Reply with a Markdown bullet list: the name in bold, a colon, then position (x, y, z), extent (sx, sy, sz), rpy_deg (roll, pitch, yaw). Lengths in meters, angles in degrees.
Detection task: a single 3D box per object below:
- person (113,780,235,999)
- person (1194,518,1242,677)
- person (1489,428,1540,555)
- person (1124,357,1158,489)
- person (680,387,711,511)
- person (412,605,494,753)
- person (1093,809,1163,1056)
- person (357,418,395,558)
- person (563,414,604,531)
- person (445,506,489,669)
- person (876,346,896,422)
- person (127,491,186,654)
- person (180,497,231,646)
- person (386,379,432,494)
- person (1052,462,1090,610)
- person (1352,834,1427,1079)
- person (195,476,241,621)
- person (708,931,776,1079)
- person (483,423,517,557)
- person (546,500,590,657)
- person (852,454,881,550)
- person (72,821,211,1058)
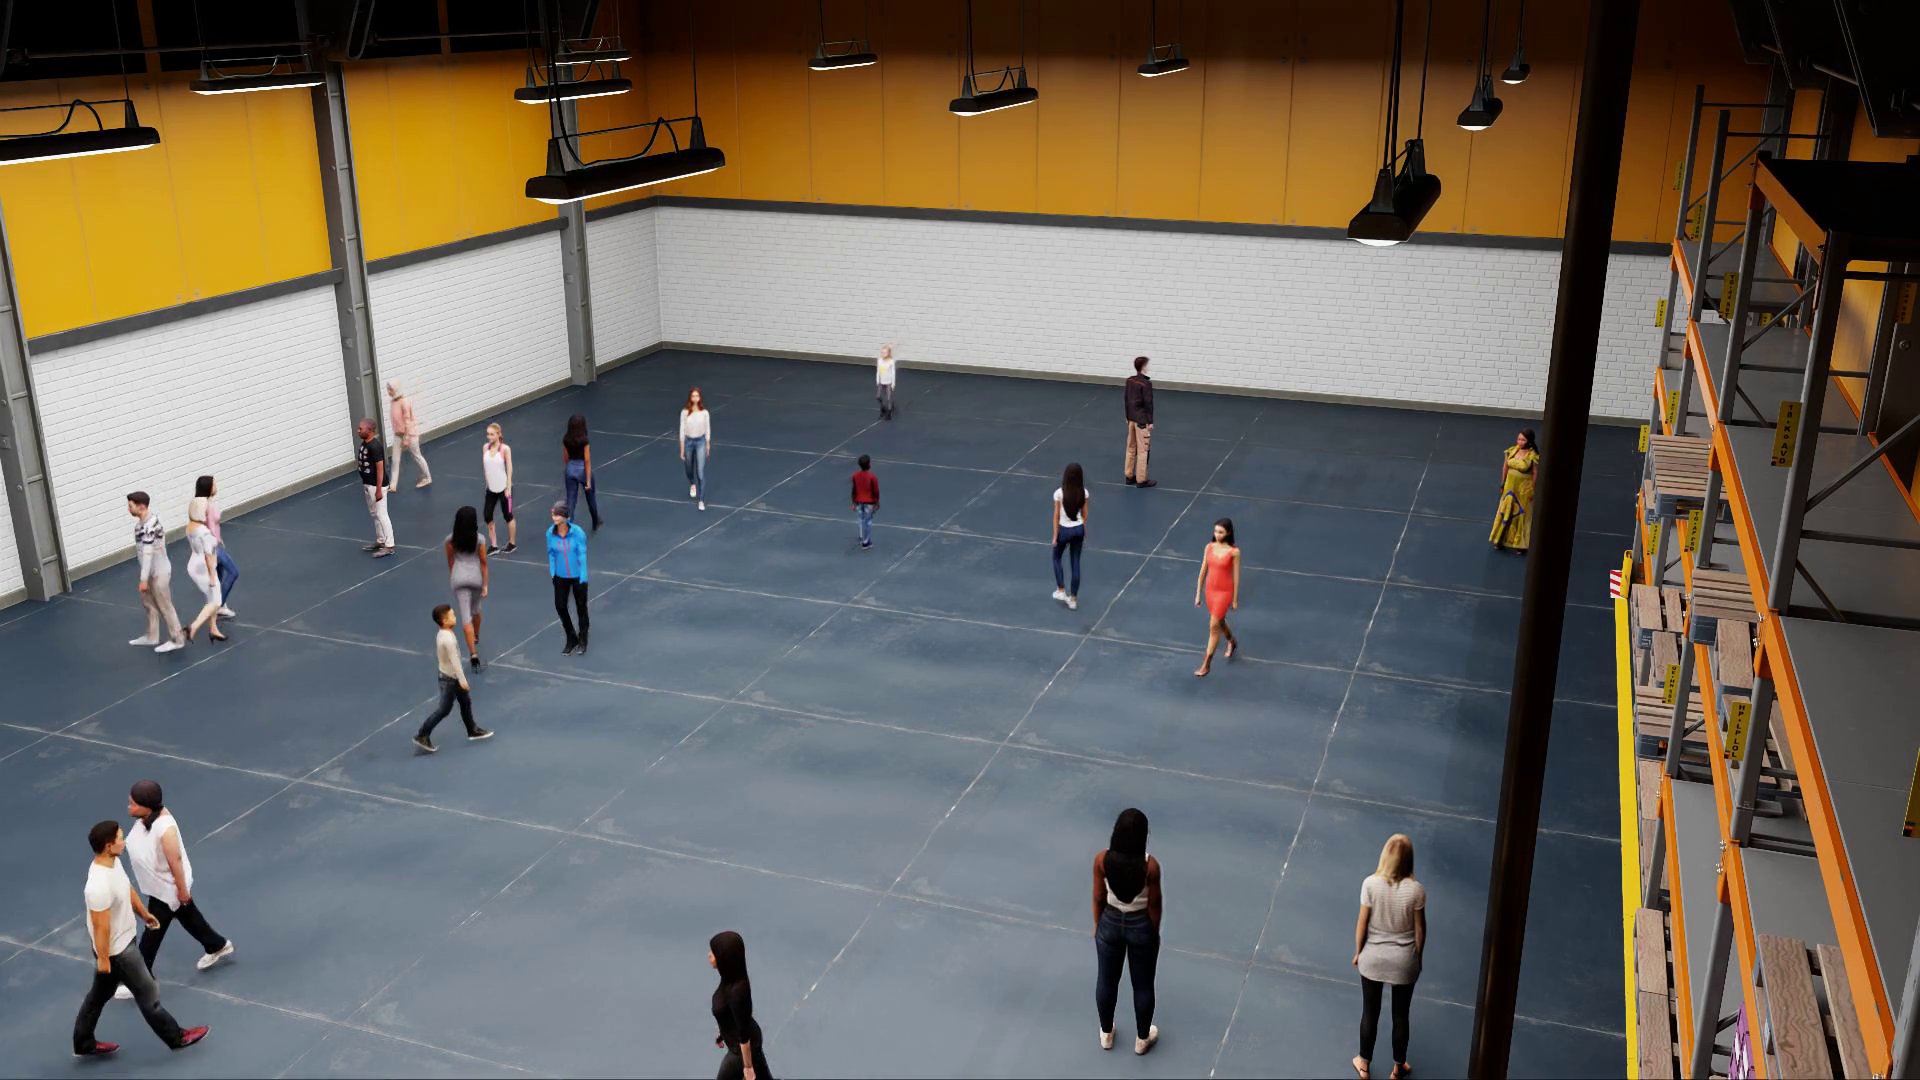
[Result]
- **person**: position (-5.783, 2.507, 12.220), extent (1.200, 1.647, 1.043), rpy_deg (-13, 23, -34)
- **person**: position (2.825, 0.582, 17.879), extent (0.860, 1.683, 1.202), rpy_deg (15, 24, 37)
- **person**: position (7.264, -0.658, 21.597), extent (0.963, 1.661, 0.932), rpy_deg (15, 24, 38)
- **person**: position (2.634, -1.744, 24.411), extent (0.801, 1.922, 0.792), rpy_deg (-13, 23, -34)
- **person**: position (-3.756, -1.321, 23.503), extent (0.897, 1.701, 1.160), rpy_deg (-2, 19, -6)
- **person**: position (-4.971, 1.344, 15.990), extent (1.000, 1.445, 0.975), rpy_deg (-7, 20, -20)
- **person**: position (1.148, 2.690, 11.431), extent (0.619, 1.804, 0.577), rpy_deg (6, 20, 18)
- **person**: position (-7.555, -0.699, 21.494), extent (0.775, 1.805, 0.763), rpy_deg (-14, 23, -36)
- **person**: position (-5.046, -0.753, 21.857), extent (0.744, 1.675, 1.256), rpy_deg (3, 19, 8)
- **person**: position (-5.304, 0.551, 17.914), extent (1.009, 1.721, 1.169), rpy_deg (-5, 19, -15)
- **person**: position (-1.225, -2.672, 28.185), extent (0.504, 1.274, 0.514), rpy_deg (8, 20, 21)
- **person**: position (-8.800, 0.331, 18.367), extent (1.009, 1.849, 0.950), rpy_deg (-7, 20, -20)
- **person**: position (-8.422, 0.389, 18.374), extent (0.717, 1.735, 0.900), rpy_deg (12, 22, 33)
- **person**: position (-8.001, -1.529, 24.158), extent (0.748, 1.677, 1.107), rpy_deg (13, 23, 34)
- **person**: position (1.333, -0.024, 19.562), extent (0.772, 1.759, 0.831), rpy_deg (-6, 19, -16)
- **person**: position (2.865, 2.794, 11.088), extent (0.626, 1.826, 0.556), rpy_deg (4, 19, 13)
- **person**: position (-8.715, 0.108, 19.206), extent (0.774, 1.735, 0.720), rpy_deg (-10, 21, -26)
- **person**: position (-1.269, 3.165, 10.347), extent (0.981, 1.596, 1.086), rpy_deg (-2, 19, -7)
- **person**: position (-5.882, -0.680, 21.493), extent (0.656, 1.769, 0.778), rpy_deg (8, 20, 21)
- **person**: position (-4.246, 0.387, 18.294), extent (0.708, 1.788, 0.717), rpy_deg (1, 19, 4)
- **person**: position (-1.260, -0.489, 21.744), extent (0.505, 1.246, 0.600), rpy_deg (8, 20, 22)
- **person**: position (-5.834, 2.766, 11.291), extent (1.158, 1.749, 1.099), rpy_deg (-8, 20, -22)
